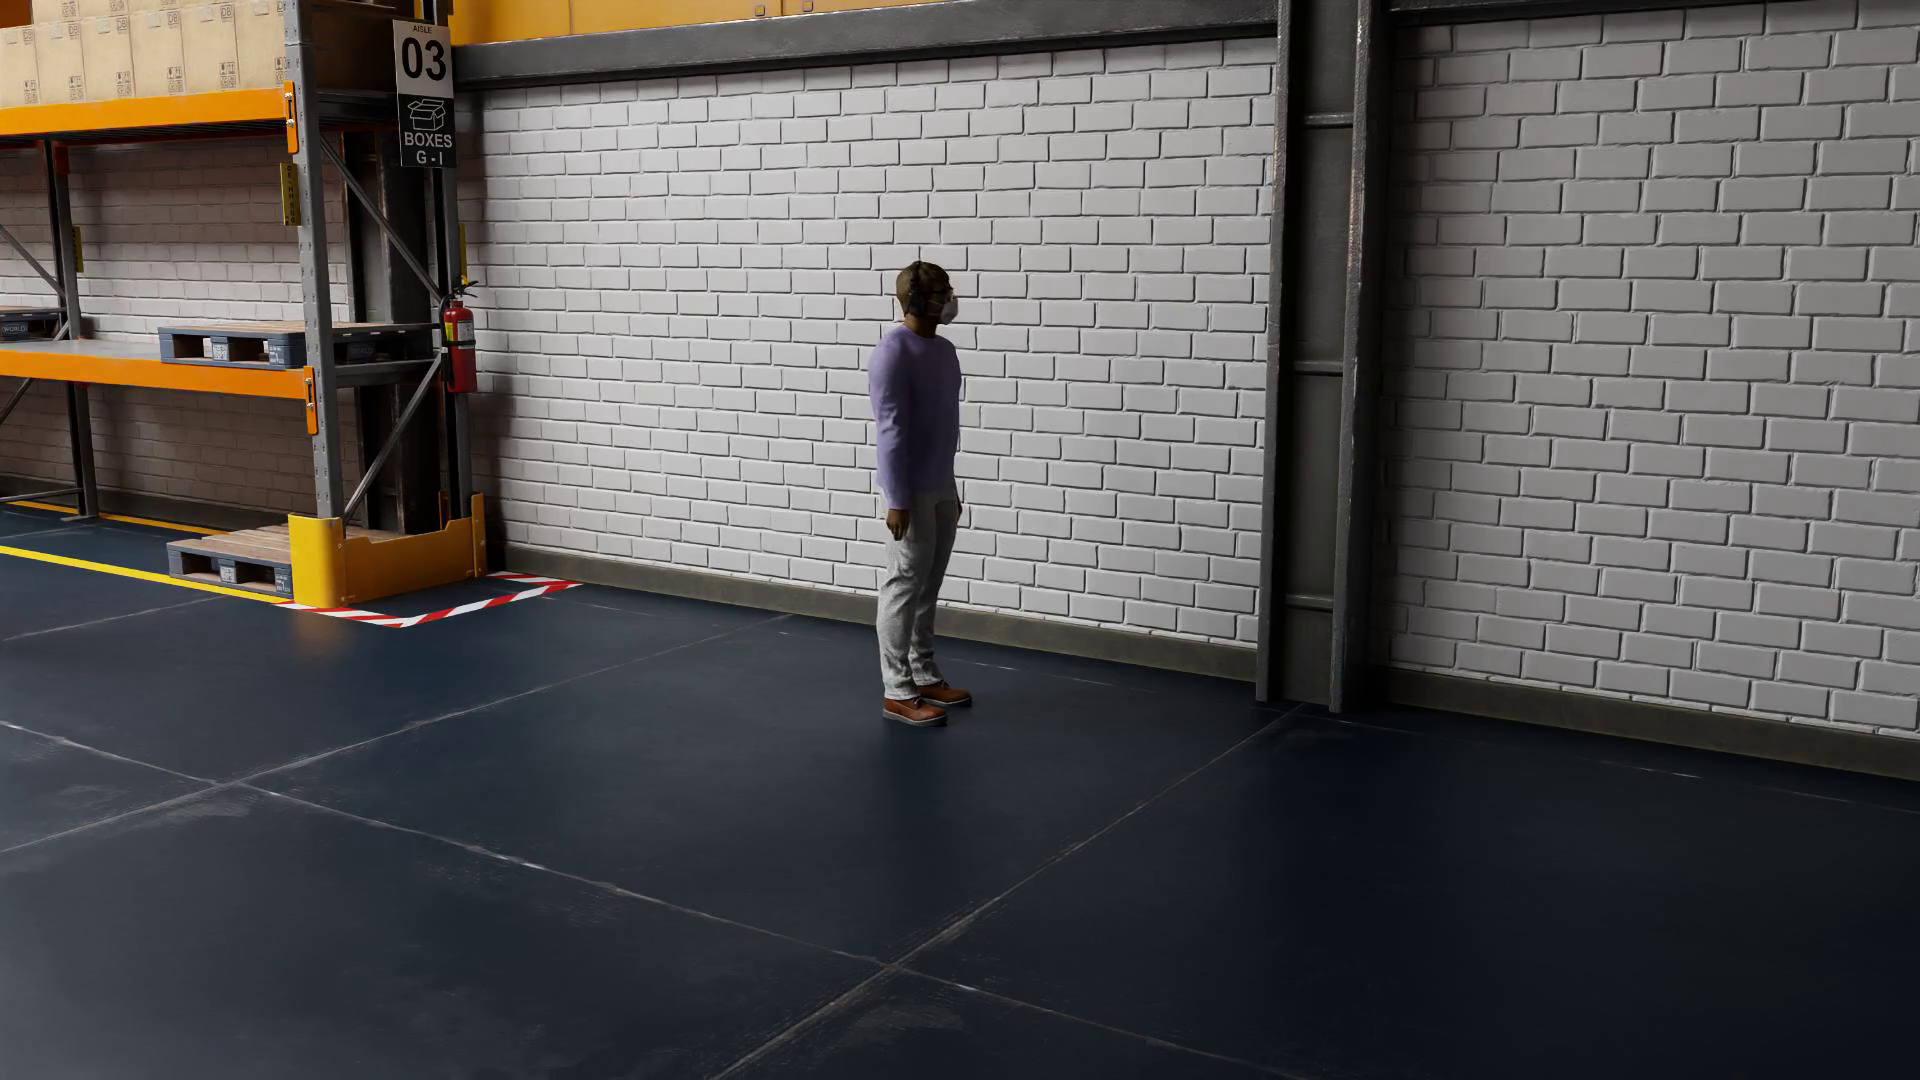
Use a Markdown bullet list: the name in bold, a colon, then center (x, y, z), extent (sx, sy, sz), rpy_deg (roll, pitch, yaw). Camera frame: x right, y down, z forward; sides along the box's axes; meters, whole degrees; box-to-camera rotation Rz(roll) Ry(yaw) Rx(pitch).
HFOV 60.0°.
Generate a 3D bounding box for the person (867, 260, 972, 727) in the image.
- **person**: center (-0.160, -0.201, 7.024), extent (0.367, 1.940, 0.634), rpy_deg (4, 11, 21)
